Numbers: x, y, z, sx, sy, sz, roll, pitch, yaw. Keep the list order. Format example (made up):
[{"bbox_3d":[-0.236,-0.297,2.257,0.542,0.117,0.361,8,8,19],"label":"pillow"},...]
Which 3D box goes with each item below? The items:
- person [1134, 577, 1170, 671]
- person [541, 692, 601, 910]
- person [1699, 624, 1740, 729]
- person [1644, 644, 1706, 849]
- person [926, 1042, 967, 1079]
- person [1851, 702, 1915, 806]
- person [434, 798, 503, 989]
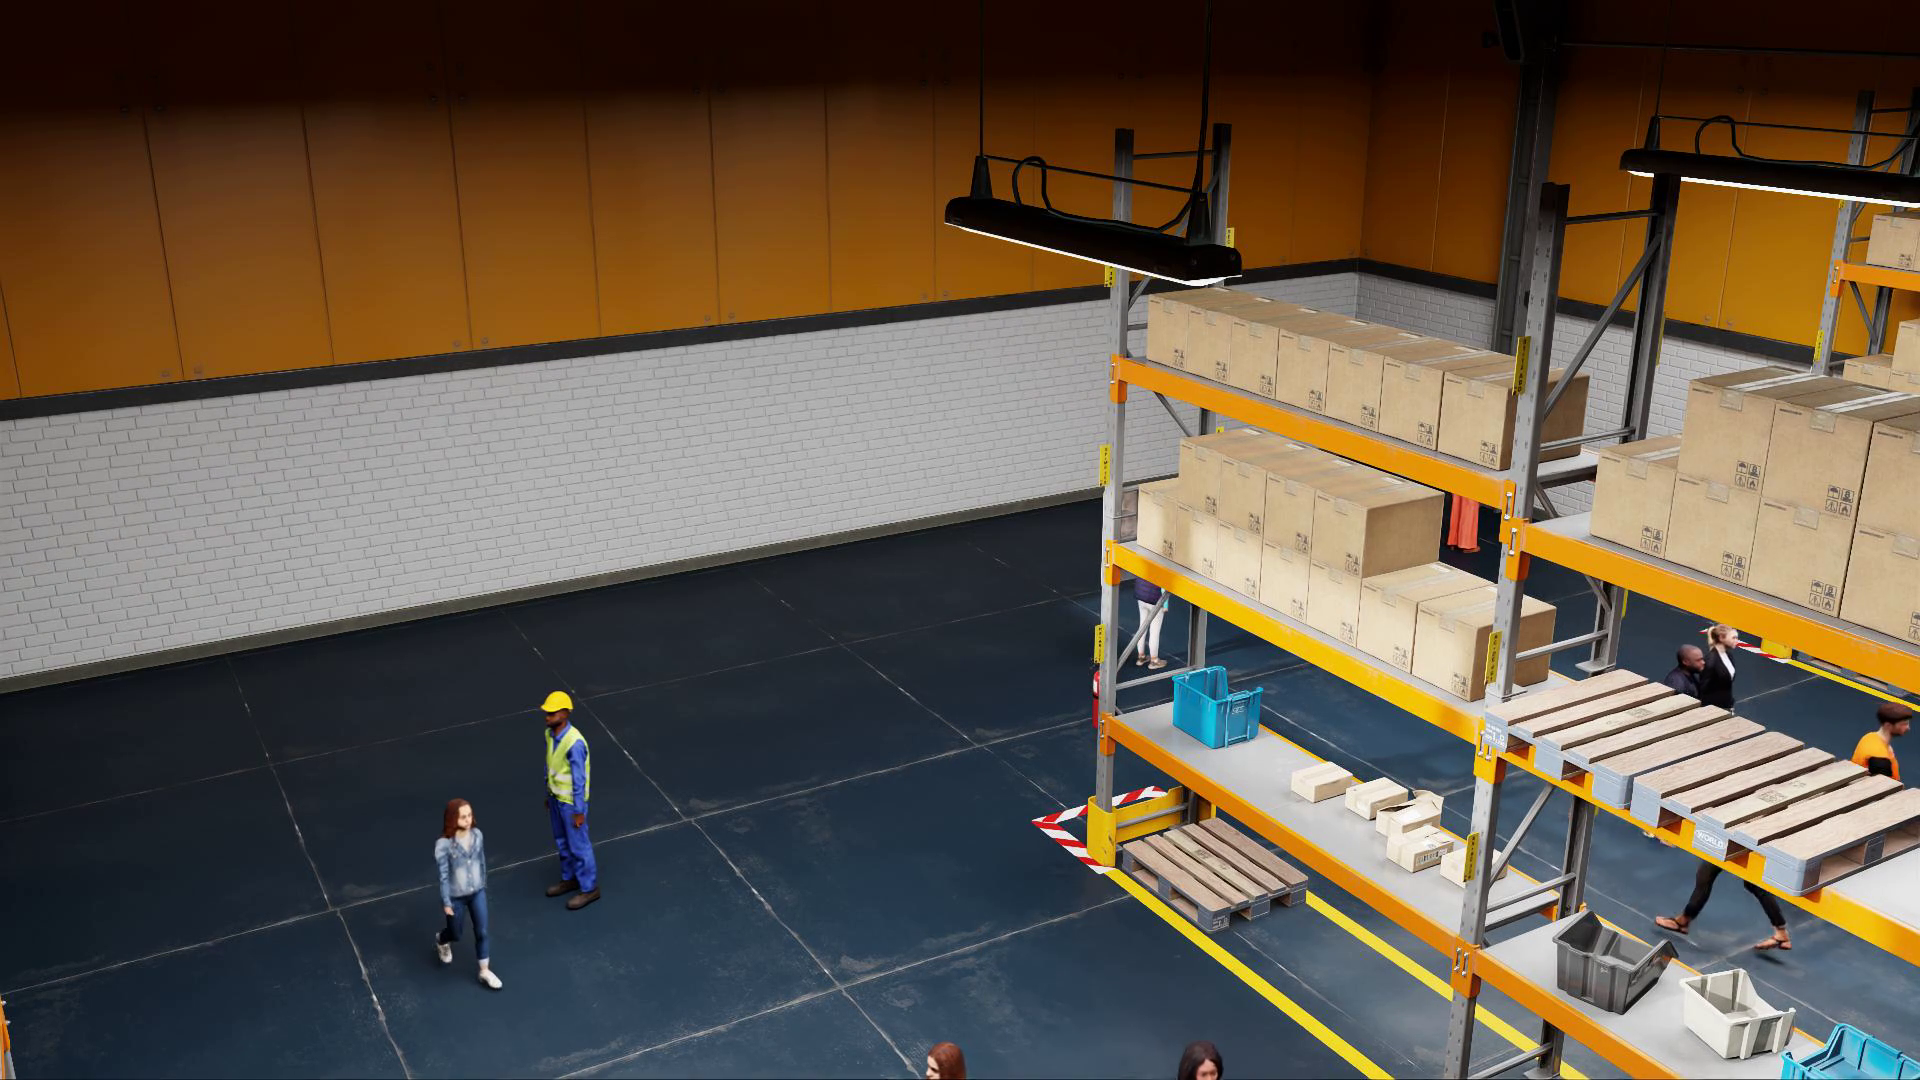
[{"bbox_3d":[2.044,0.639,17.791,0.684,1.500,0.579,-16,25,-40],"label":"person"},{"bbox_3d":[-3.100,2.031,13.170,0.769,1.811,0.584,-16,25,-40],"label":"person"},{"bbox_3d":[6.609,1.527,14.882,0.808,1.672,1.061,-17,25,-41],"label":"person"},{"bbox_3d":[5.972,1.716,14.103,0.830,1.812,0.830,13,22,33],"label":"person"},{"bbox_3d":[-0.044,3.470,9.026,0.659,1.727,0.502,-15,24,-38],"label":"person"},{"bbox_3d":[6.918,2.104,12.875,1.168,1.861,1.049,7,20,20],"label":"person"},{"bbox_3d":[-3.667,2.560,12.152,0.962,1.458,0.716,17,25,41],"label":"person"}]
